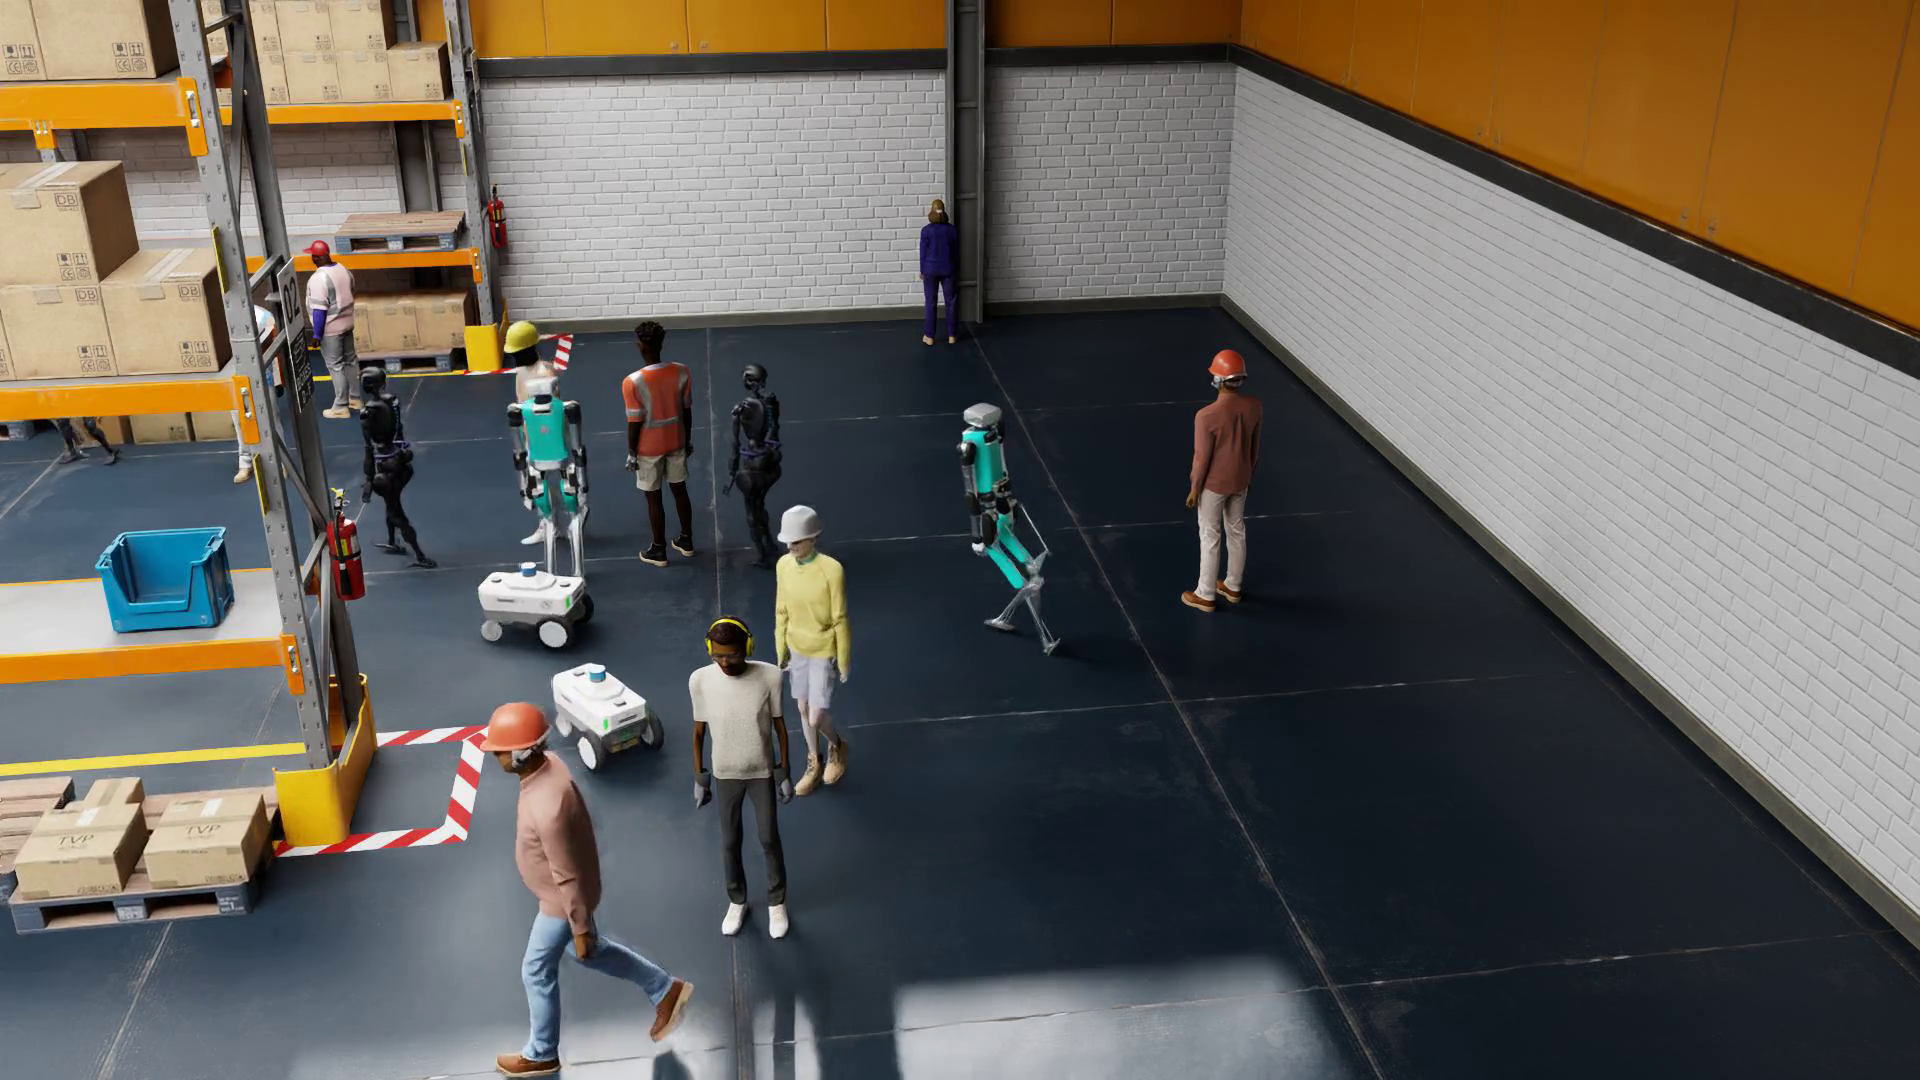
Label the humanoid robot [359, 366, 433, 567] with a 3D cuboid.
[{"bbox_3d":[-4.505,-0.558,12.951,0.687,1.638,0.608,4,24,9],"label":"humanoid robot"}]

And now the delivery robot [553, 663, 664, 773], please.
[{"bbox_3d":[-2.280,1.071,10.571,0.499,0.570,0.750,-19,30,-37],"label":"delivery robot"}]

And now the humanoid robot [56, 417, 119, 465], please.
[{"bbox_3d":[-8.027,-1.475,15.000,0.610,1.633,0.402,7,25,15],"label":"humanoid robot"}]

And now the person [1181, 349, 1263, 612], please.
[{"bbox_3d":[1.928,-0.434,12.242,0.610,1.994,0.376,-15,28,-30],"label":"person"}]

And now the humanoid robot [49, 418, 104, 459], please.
[{"bbox_3d":[-8.210,-1.616,15.224,0.725,1.759,0.549,-3,24,-7],"label":"humanoid robot"}]

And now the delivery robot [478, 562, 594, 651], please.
[{"bbox_3d":[-3.062,0.458,12.008,0.792,0.603,0.499,3,24,8],"label":"delivery robot"}]

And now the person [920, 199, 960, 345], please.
[{"bbox_3d":[-0.228,-2.983,18.503,0.450,1.623,0.335,-4,24,-10],"label":"person"}]

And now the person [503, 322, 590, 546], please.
[{"bbox_3d":[-3.337,-0.838,13.270,0.475,1.904,0.606,-15,28,-30],"label":"person"}]

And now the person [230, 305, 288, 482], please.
[{"bbox_3d":[-6.250,-1.390,14.613,0.625,1.839,0.430,0,24,0],"label":"person"}]

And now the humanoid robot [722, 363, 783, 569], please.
[{"bbox_3d":[-1.592,-0.572,12.944,0.338,1.656,0.589,14,28,30],"label":"humanoid robot"}]

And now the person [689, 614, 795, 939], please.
[{"bbox_3d":[-1.123,1.226,8.635,0.526,1.856,0.345,-1,24,-1],"label":"person"}]

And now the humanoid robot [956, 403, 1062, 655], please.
[{"bbox_3d":[0.440,-0.026,11.695,0.895,1.831,0.557,13,27,27],"label":"humanoid robot"}]

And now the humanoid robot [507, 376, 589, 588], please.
[{"bbox_3d":[-3.065,-0.469,12.593,0.530,1.746,0.724,-3,24,-7],"label":"humanoid robot"}]

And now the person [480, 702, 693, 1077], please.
[{"bbox_3d":[-1.746,1.593,7.687,0.905,1.946,0.667,-5,24,-12],"label":"person"}]

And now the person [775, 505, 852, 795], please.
[{"bbox_3d":[-0.889,0.664,9.886,0.512,1.874,0.453,13,27,27],"label":"person"}]

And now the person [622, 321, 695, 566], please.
[{"bbox_3d":[-2.353,-0.756,13.010,0.612,1.963,0.361,-21,31,-40],"label":"person"}]

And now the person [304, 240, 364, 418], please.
[{"bbox_3d":[-6.134,-2.067,16.260,0.420,1.752,0.610,6,24,12],"label":"person"}]
